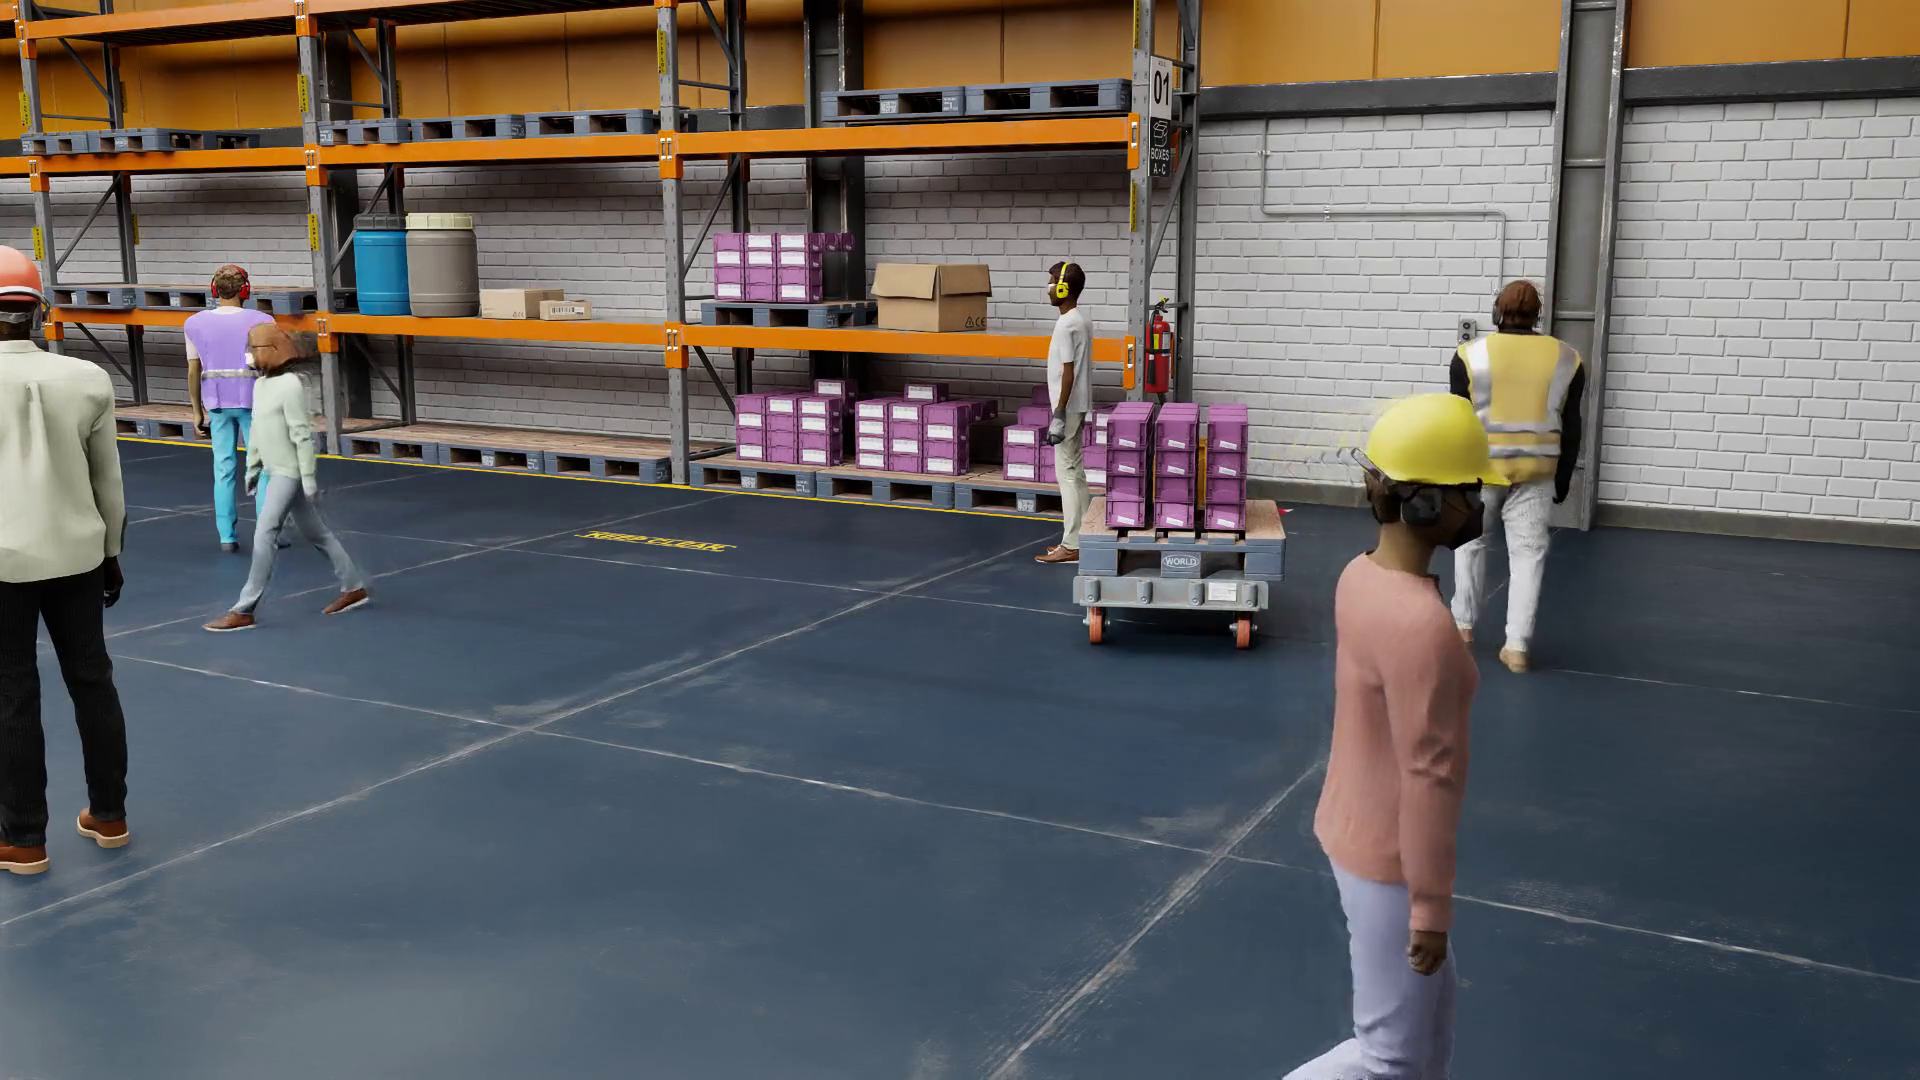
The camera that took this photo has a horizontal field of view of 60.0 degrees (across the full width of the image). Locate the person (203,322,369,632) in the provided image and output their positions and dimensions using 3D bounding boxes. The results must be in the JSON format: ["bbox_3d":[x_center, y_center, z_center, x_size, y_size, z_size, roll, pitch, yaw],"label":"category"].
[{"bbox_3d":[-3.554,-0.345,8.728,0.881,1.588,0.511,-8,13,-38],"label":"person"}]

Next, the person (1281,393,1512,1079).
[{"bbox_3d":[0.785,0.588,3.172,0.750,1.746,0.540,0,10,2],"label":"person"}]

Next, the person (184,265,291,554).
[{"bbox_3d":[-4.611,-0.824,10.626,0.570,1.843,0.372,-2,11,-10],"label":"person"}]

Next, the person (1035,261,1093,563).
[{"bbox_3d":[0.658,-0.787,10.356,0.315,1.870,0.533,3,11,18],"label":"person"}]

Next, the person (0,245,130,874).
[{"bbox_3d":[-2.981,0.067,5.330,0.382,1.994,0.613,7,13,34],"label":"person"}]

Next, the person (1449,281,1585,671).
[{"bbox_3d":[2.620,-0.327,7.997,0.658,1.808,0.826,1,10,6],"label":"person"}]
